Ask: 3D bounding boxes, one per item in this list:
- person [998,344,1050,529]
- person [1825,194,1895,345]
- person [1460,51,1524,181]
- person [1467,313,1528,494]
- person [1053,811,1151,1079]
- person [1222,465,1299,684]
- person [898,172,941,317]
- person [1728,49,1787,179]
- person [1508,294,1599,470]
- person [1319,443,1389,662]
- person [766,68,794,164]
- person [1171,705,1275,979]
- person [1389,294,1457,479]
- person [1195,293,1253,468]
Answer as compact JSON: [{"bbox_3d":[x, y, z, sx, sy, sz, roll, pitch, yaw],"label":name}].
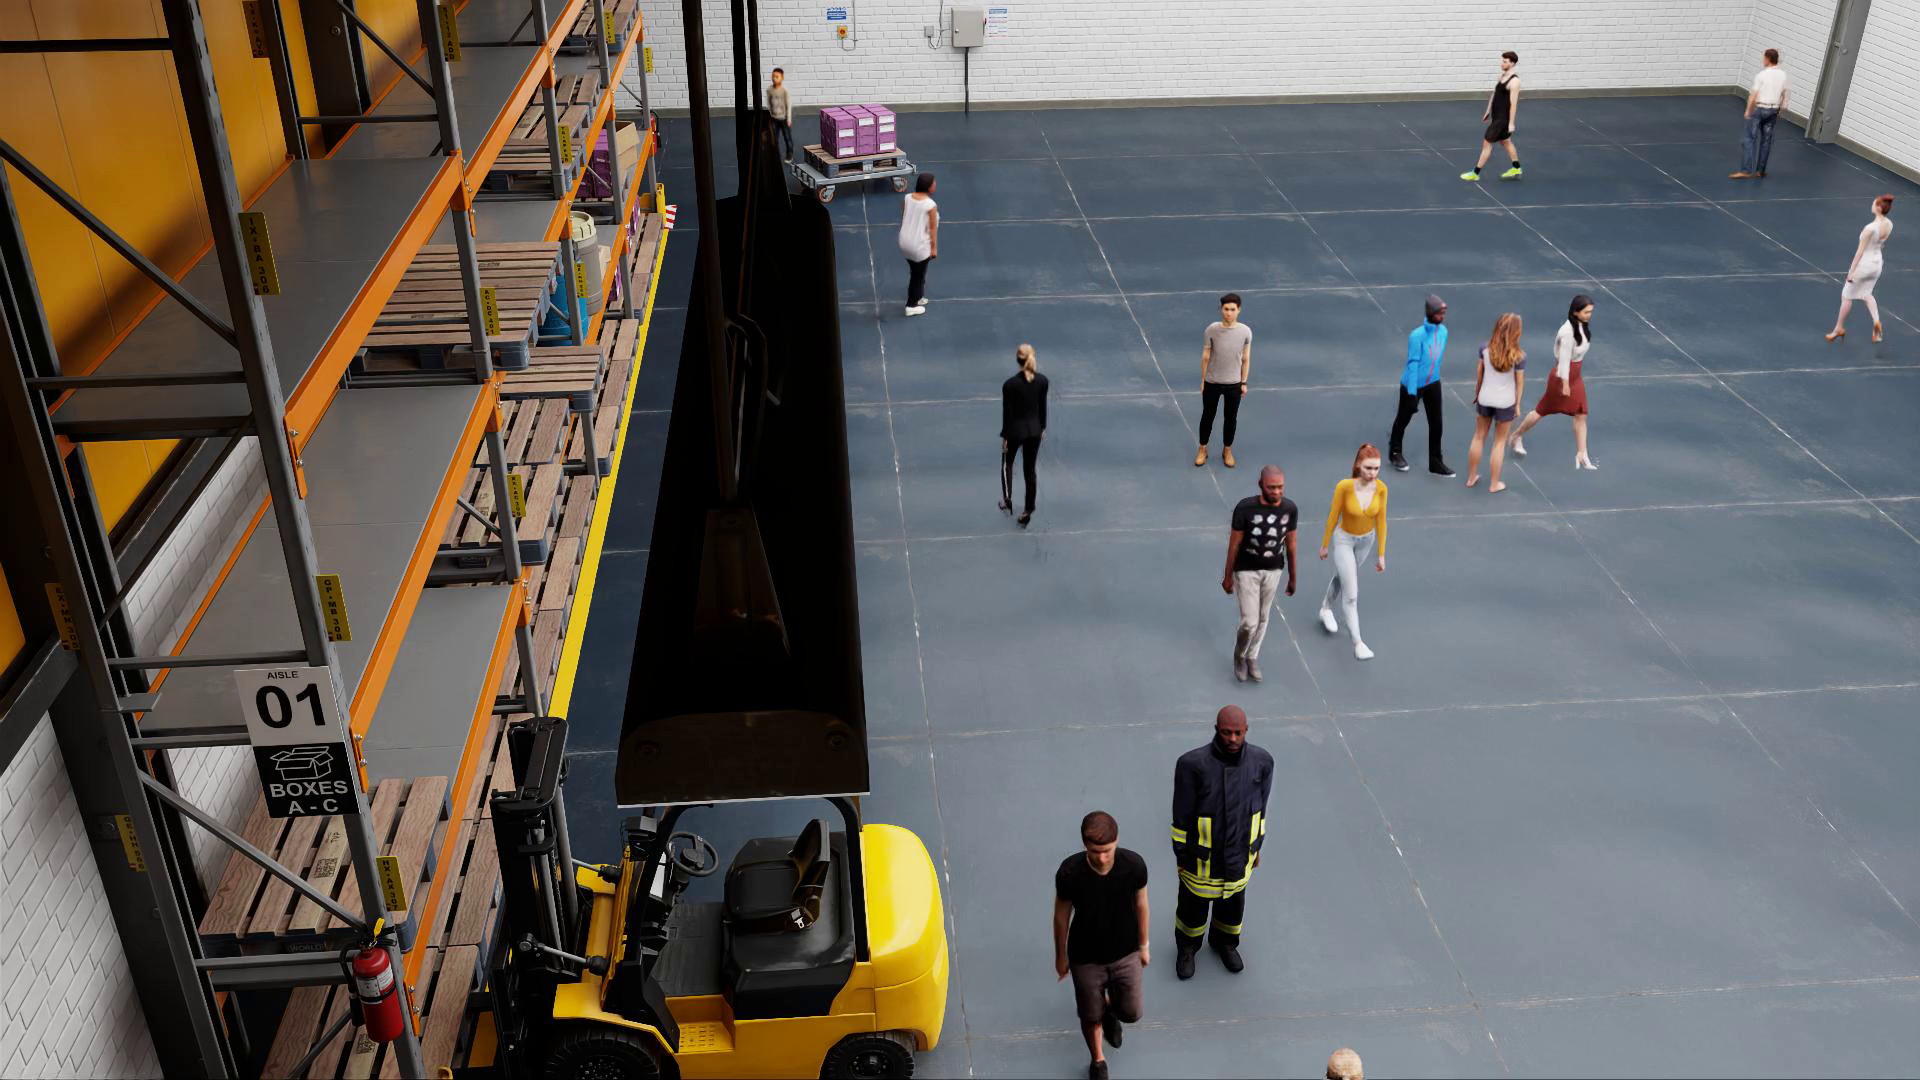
[{"bbox_3d":[0.587,-0.869,14.604,0.765,1.685,0.832,-11,30,-19],"label":"person"},{"bbox_3d":[10.023,-2.930,18.286,0.762,1.778,0.964,-12,31,-21],"label":"person"},{"bbox_3d":[7.902,-6.090,24.009,0.738,1.845,1.093,-2,29,-4],"label":"person"},{"bbox_3d":[4.924,-1.267,15.284,0.684,1.733,0.738,21,35,33],"label":"person"},{"bbox_3d":[0.752,2.135,8.932,0.690,1.844,0.820,-4,29,-8],"label":"person"},{"bbox_3d":[2.225,0.210,12.515,0.703,1.793,0.661,-5,29,-9],"label":"person"},{"bbox_3d":[-0.529,-3.418,19.300,0.857,1.663,0.778,-22,35,-34],"label":"person"},{"bbox_3d":[11.748,-6.205,24.234,0.937,1.832,0.722,2,29,3],"label":"person"},{"bbox_3d":[5.624,-1.489,15.724,1.138,1.702,1.057,22,35,34],"label":"person"},{"bbox_3d":[3.014,0.032,12.946,0.697,1.692,1.189,-6,29,-11],"label":"person"},{"bbox_3d":[-2.650,-6.297,24.823,0.786,1.428,1.052,7,29,13],"label":"person"},{"bbox_3d":[1.506,1.730,9.697,0.738,1.823,0.650,-3,29,-6],"label":"person"},{"bbox_3d":[4.260,-1.476,15.628,0.839,1.772,1.043,-13,31,-22],"label":"person"},{"bbox_3d":[2.507,-1.533,15.782,0.653,1.724,0.611,4,29,8],"label":"person"}]
